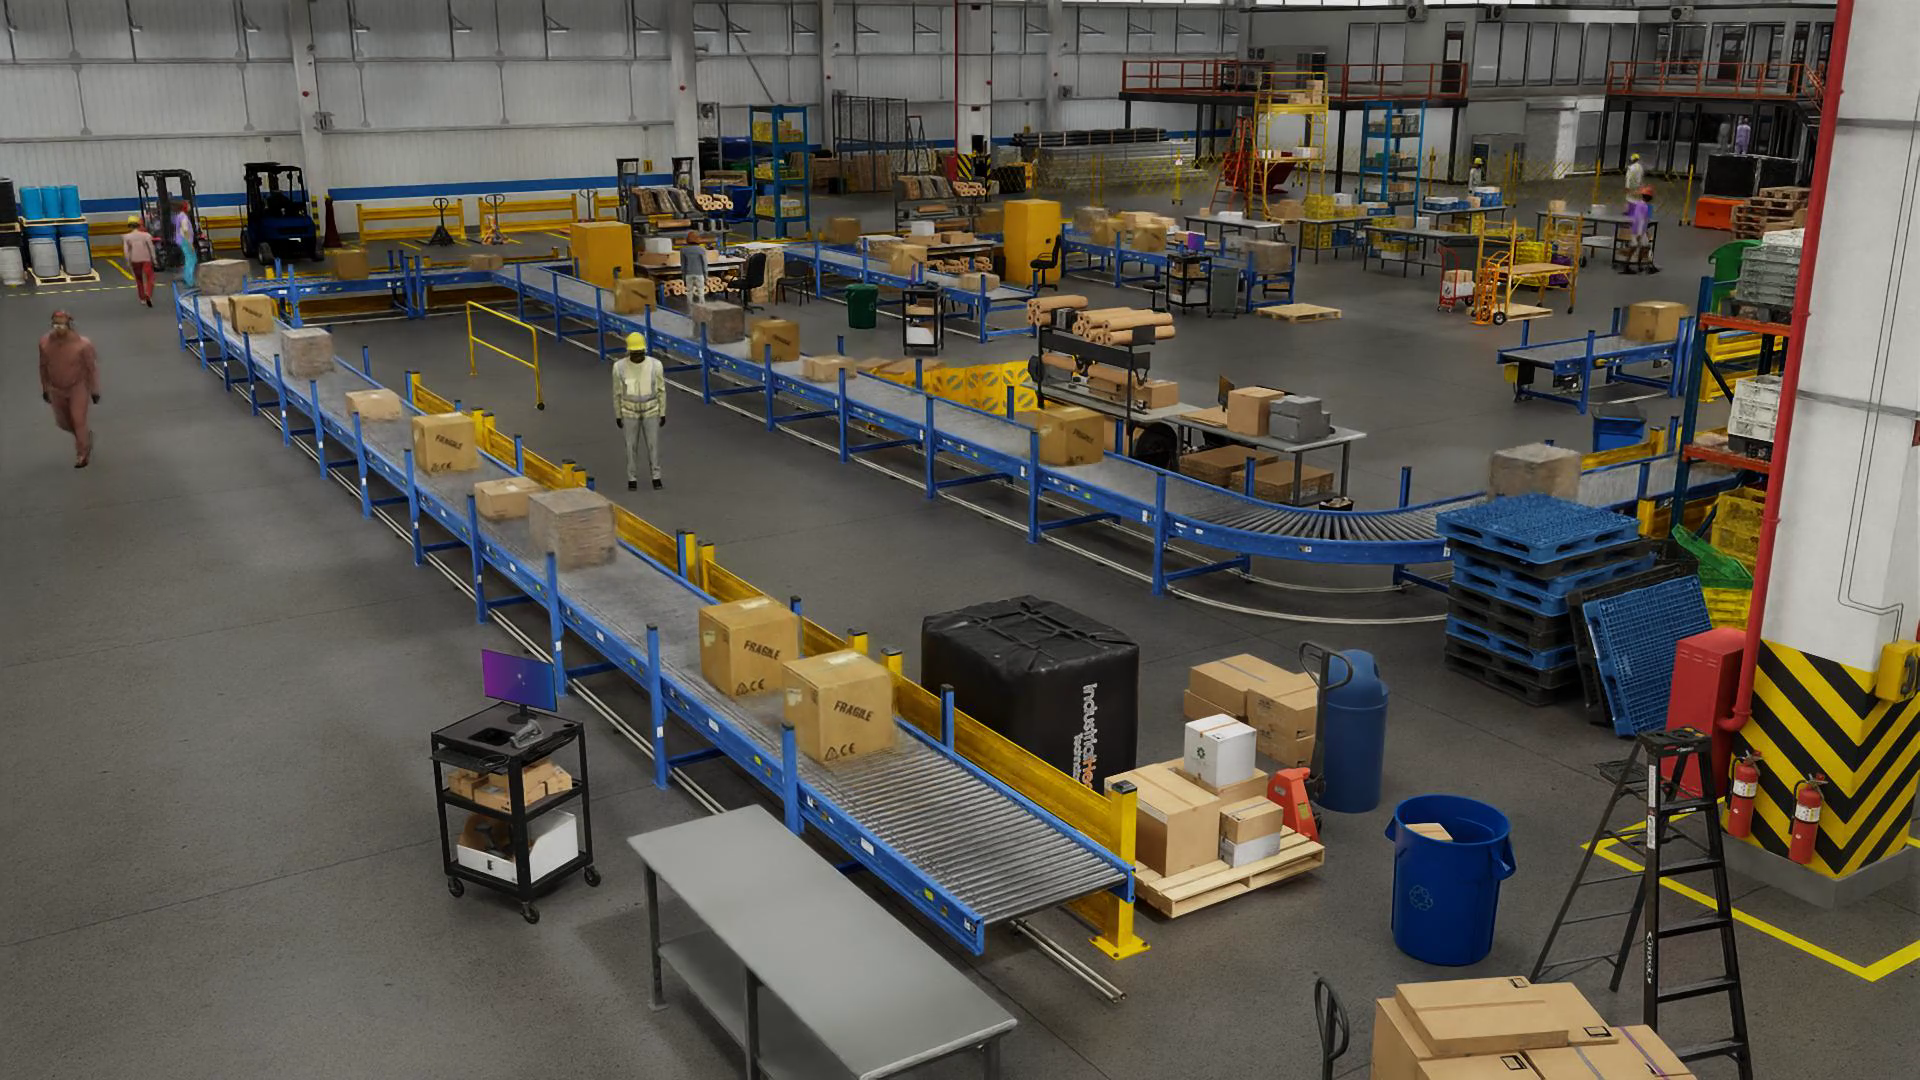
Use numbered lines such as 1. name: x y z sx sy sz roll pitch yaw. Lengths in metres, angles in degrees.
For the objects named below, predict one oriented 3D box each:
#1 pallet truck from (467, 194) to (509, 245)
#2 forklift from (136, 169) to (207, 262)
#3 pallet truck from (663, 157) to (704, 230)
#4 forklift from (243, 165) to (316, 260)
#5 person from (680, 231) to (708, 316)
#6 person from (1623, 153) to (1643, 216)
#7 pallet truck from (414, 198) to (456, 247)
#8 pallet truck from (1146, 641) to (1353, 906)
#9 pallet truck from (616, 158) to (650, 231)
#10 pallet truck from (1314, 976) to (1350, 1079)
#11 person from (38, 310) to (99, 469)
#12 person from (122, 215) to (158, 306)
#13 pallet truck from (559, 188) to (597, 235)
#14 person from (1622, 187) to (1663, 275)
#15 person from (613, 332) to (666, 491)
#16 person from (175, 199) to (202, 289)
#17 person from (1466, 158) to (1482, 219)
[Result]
1. pallet truck: -11.983 -8.177 42.137 0.704 1.261 1.522 -11 20 -33
2. forklift: -17.842 -7.318 37.559 1.157 1.987 2.680 -10 20 -31
3. pallet truck: -7.586 -9.308 44.692 0.823 1.965 1.885 -11 20 -33
4. forklift: -15.898 -7.669 38.708 1.157 1.987 2.680 -11 20 -33
5. person: -4.850 -4.826 30.400 0.499 1.634 0.280 2 17 5
6. person: 19.621 -10.342 48.445 0.603 1.820 0.522 -8 19 -25
7. pallet truck: -13.250 -8.060 41.856 0.680 1.201 1.601 -10 20 -31
8. pallet truck: 1.664 1.407 10.232 1.630 1.274 0.653 -10 20 -31
9. pallet truck: -8.918 -9.176 44.255 0.823 1.965 1.885 -9 19 -27
10. pallet truck: 2.299 2.390 7.086 1.601 1.201 0.680 -2 17 -7
11. person: -10.682 -1.838 20.011 0.645 1.887 0.632 -1 17 -2
12. person: -15.769 -5.368 31.998 0.558 1.748 0.668 -4 17 -13
13. pallet truck: -10.010 -8.652 43.699 0.653 1.274 1.630 -10 20 -31
14. person: 14.996 -6.735 36.292 0.922 1.894 0.552 1 17 5
15. person: -3.626 -1.460 18.871 0.591 1.826 0.403 -4 17 -12
16. person: -15.902 -6.080 34.229 0.444 1.828 0.581 -9 19 -27
17. person: 14.765 -10.071 47.669 0.490 1.741 0.323 -14 22 -38
